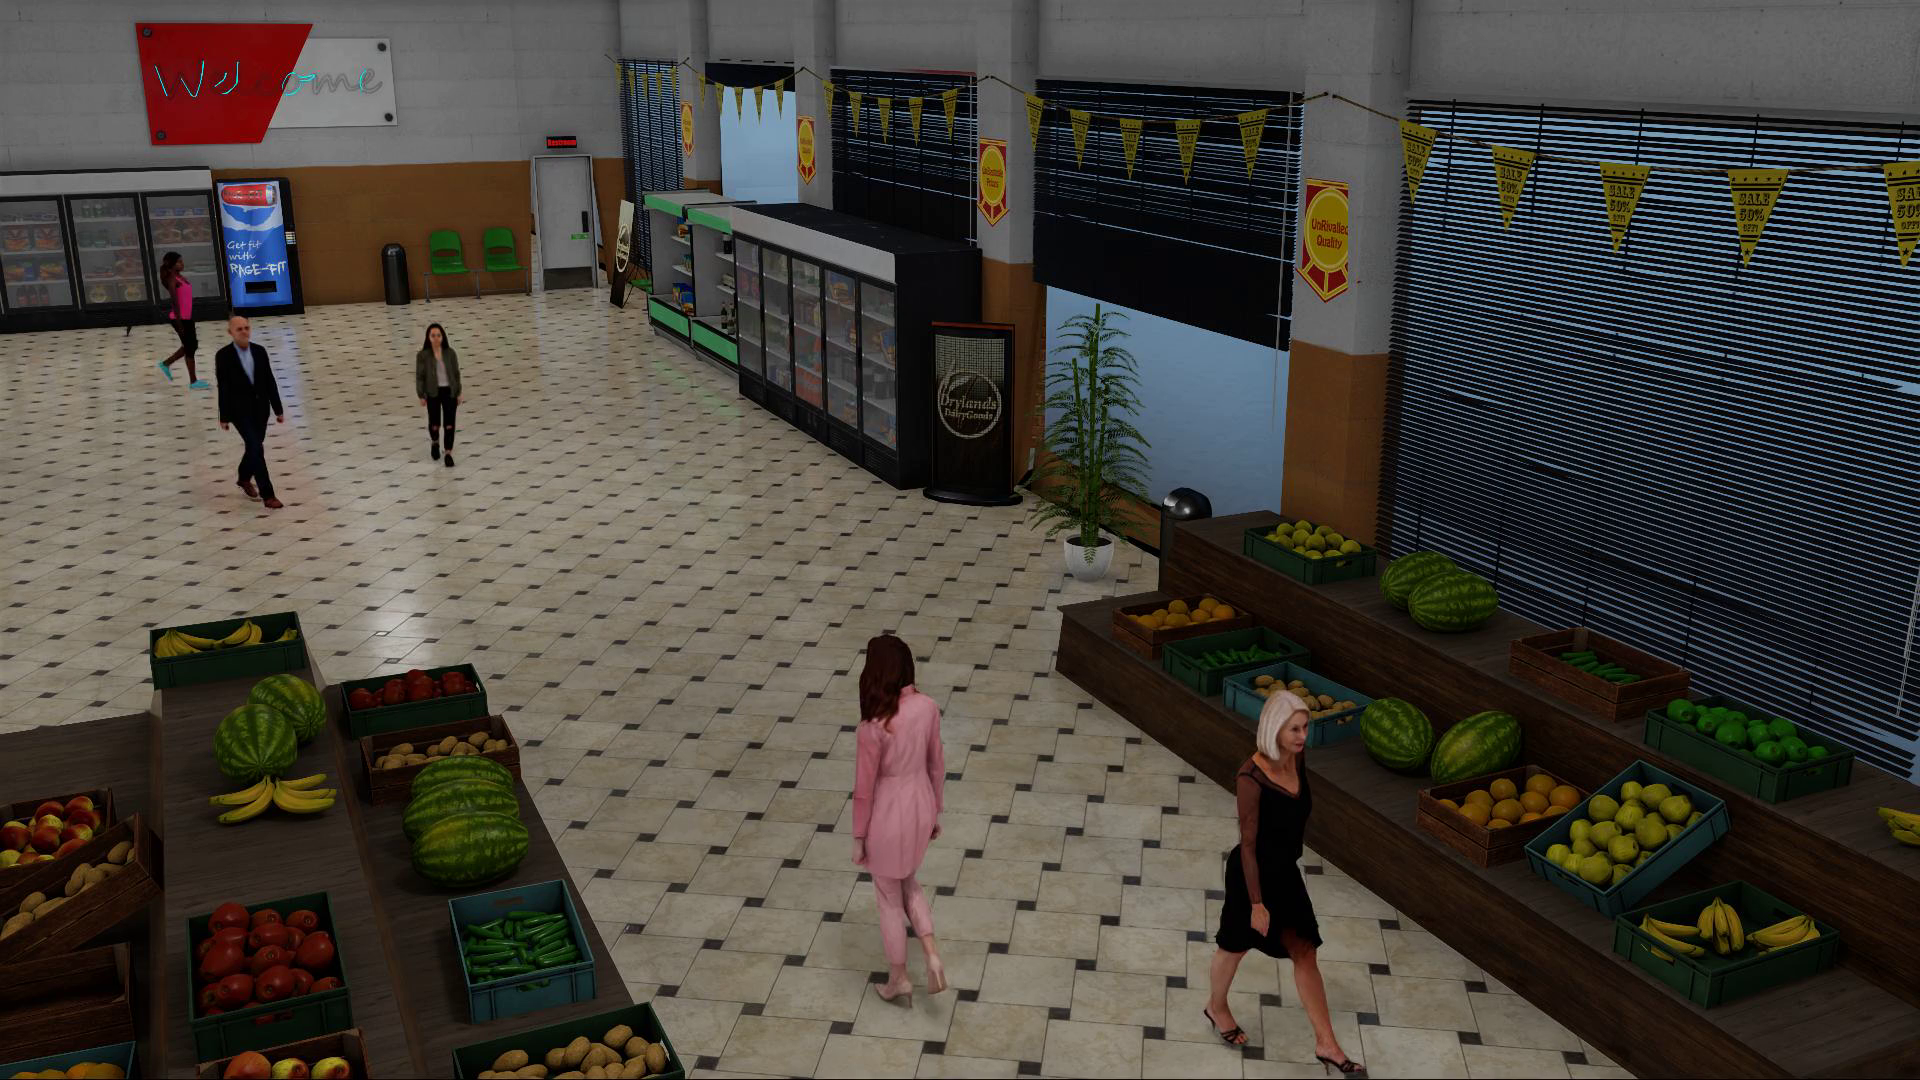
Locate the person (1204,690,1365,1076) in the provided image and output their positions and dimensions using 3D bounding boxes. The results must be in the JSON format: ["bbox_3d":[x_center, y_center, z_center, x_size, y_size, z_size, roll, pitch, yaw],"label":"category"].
[{"bbox_3d":[1.224,1.417,7.059,0.779,1.709,1.071,-14,22,-38],"label":"person"}]

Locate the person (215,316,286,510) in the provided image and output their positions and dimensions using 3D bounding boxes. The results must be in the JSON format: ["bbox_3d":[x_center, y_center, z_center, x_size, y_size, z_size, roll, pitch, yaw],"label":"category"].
[{"bbox_3d":[-6.691,-1.204,15.587,1.271,1.769,1.025,14,22,38],"label":"person"}]

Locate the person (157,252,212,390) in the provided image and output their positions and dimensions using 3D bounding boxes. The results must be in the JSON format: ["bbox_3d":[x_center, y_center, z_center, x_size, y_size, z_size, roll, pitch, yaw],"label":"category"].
[{"bbox_3d":[-9.743,-2.712,20.656,0.807,1.710,0.893,-1,17,-4],"label":"person"}]

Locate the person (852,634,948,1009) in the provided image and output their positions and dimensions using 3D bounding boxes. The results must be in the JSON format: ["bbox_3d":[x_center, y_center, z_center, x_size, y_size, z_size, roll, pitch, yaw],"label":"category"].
[{"bbox_3d":[-0.218,1.295,7.318,0.724,1.792,0.784,-14,22,-38],"label":"person"}]

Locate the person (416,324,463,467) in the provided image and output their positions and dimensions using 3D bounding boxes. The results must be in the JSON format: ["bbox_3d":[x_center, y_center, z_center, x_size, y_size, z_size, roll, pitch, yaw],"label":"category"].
[{"bbox_3d":[-5.338,-1.499,17.076,0.593,1.468,0.611,-8,19,-25],"label":"person"}]
